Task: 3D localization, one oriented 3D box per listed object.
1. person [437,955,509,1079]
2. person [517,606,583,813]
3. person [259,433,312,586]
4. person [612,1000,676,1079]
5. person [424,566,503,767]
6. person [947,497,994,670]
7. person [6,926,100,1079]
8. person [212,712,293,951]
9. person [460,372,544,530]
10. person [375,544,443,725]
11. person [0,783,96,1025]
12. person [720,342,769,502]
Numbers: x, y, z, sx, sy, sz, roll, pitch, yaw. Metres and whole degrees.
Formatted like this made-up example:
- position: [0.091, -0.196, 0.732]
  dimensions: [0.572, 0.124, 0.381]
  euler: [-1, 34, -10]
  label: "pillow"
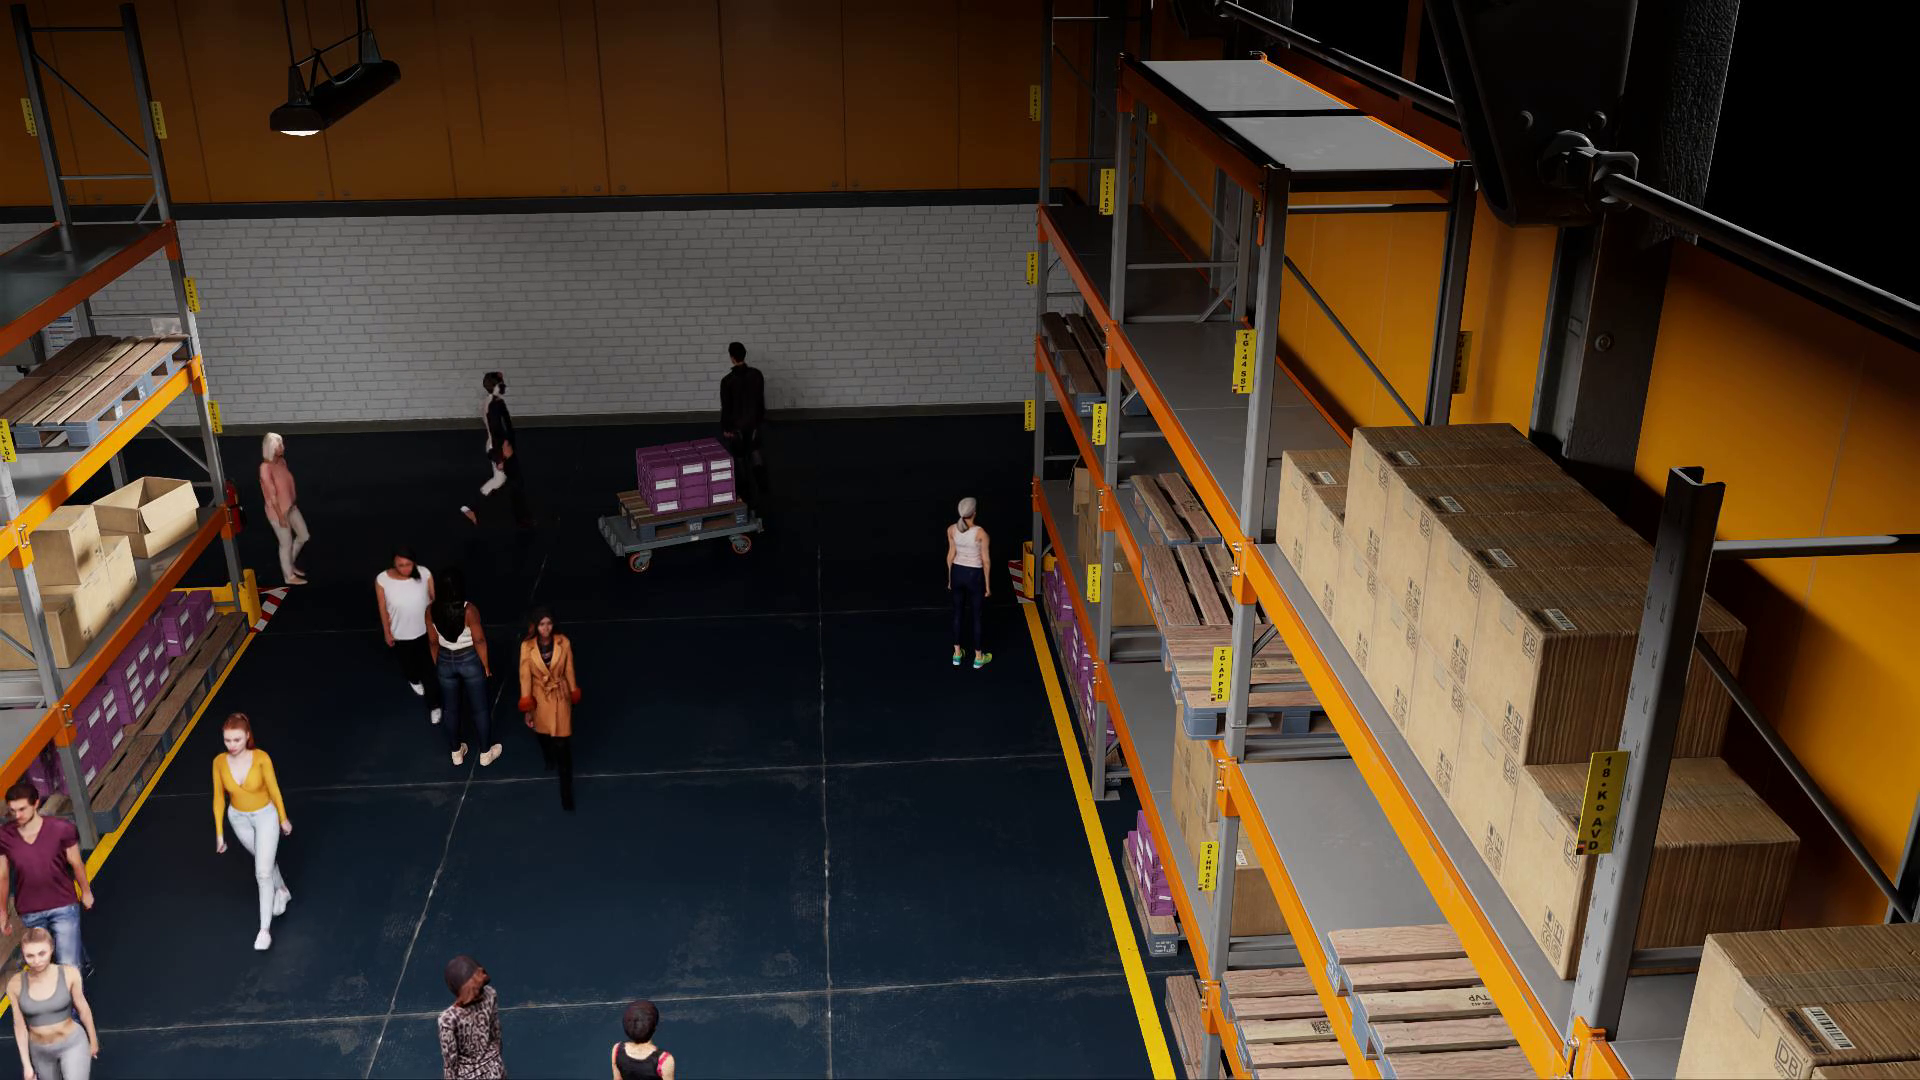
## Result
- position: [-2.768, 3.097, 9.536]
  dimensions: [0.742, 1.714, 0.670]
  euler: [15, 28, 31]
  label: "person"
- position: [-3.381, 1.322, 13.634]
  dimensions: [0.814, 1.684, 1.193]
  euler: [-6, 24, -14]
  label: "person"
- position: [-7.152, -0.309, 17.330]
  dimensions: [0.708, 1.713, 0.598]
  euler: [2, 24, 5]
  label: "person"
- position: [-1.791, 3.281, 9.348]
  dimensions: [0.726, 1.527, 1.053]
  euler: [4, 24, 10]
  label: "person"
- position: [-4.224, 1.066, 14.064]
  dimensions: [0.688, 1.808, 0.658]
  euler: [2, 24, 6]
  label: "person"
- position: [0.070, 0.393, 15.737]
  dimensions: [0.681, 1.701, 0.693]
  euler: [10, 26, 22]
  label: "person"
- position: [-5.323, 2.981, 9.839]
  dimensions: [0.719, 1.683, 1.089]
  euler: [-8, 25, -18]
  label: "person"
- position: [-5.072, 2.012, 12.019]
  dimensions: [0.603, 1.713, 1.078]
  euler: [-2, 24, -5]
  label: "person"
- position: [-5.244, -0.980, 18.669]
  dimensions: [0.945, 1.870, 1.133]
  euler: [-9, 25, -19]
  label: "person"
- position: [-4.919, 0.771, 14.930]
  dimensions: [0.862, 1.656, 1.149]
  euler: [-9, 25, -21]
  label: "person"
- position: [-6.046, 2.377, 11.076]
  dimensions: [0.693, 1.800, 1.178]
  euler: [-3, 24, -7]
  label: "person"
- position: [-2.479, -1.354, 19.456]
  dimensions: [0.895, 1.923, 0.962]
  euler: [-15, 28, -31]
  label: "person"
